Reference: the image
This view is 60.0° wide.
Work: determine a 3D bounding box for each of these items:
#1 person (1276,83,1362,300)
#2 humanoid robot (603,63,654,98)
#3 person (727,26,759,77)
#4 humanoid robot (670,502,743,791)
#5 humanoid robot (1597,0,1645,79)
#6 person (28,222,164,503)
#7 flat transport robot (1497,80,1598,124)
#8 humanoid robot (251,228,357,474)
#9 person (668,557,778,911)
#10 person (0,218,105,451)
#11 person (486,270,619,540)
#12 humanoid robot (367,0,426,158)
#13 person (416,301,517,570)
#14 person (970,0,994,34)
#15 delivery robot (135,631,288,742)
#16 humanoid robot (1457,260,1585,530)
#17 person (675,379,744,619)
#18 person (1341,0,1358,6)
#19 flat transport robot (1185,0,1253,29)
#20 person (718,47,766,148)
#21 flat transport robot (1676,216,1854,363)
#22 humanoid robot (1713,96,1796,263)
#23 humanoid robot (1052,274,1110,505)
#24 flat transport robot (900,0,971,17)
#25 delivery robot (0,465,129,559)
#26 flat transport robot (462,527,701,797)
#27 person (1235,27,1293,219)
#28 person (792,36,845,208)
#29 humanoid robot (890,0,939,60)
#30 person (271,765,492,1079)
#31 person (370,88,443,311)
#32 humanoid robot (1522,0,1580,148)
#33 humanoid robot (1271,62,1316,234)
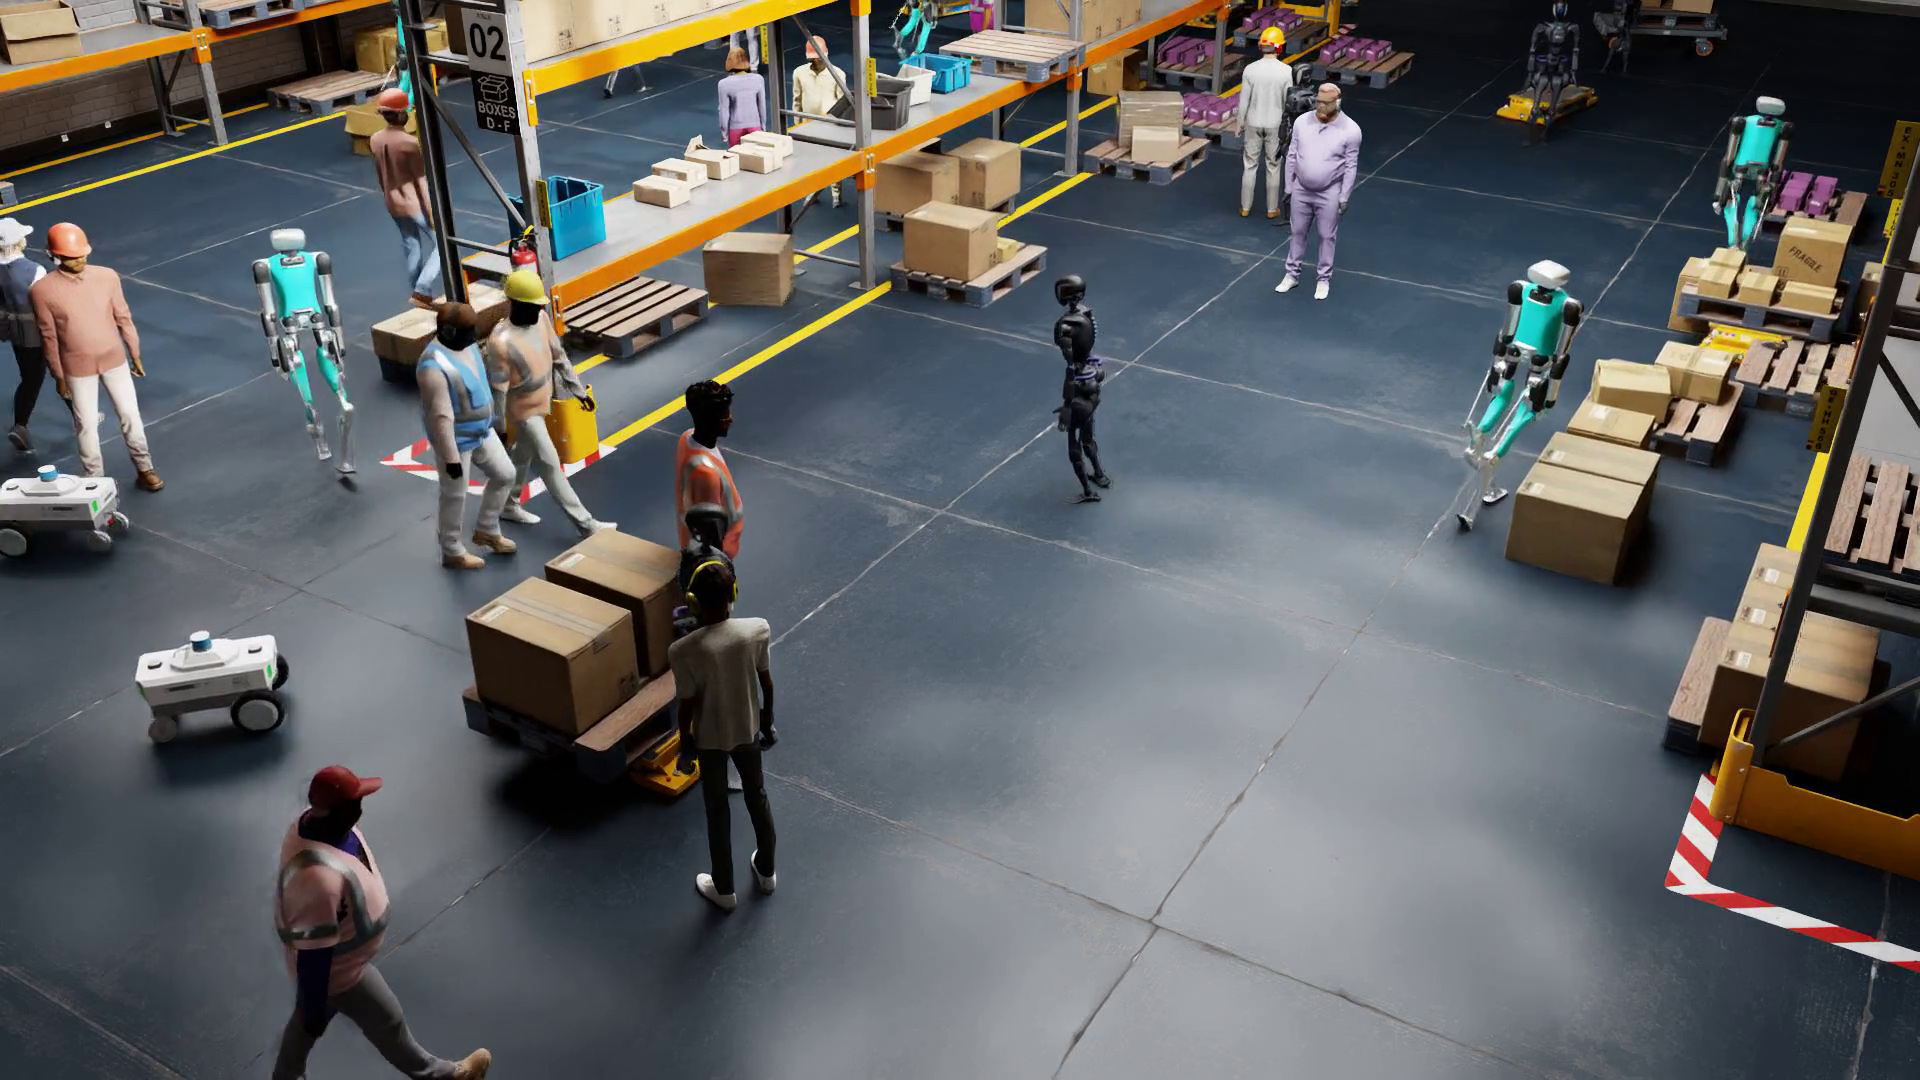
[{"bbox_3d":[3.163,-3.087,14.740,0.642,1.908,0.414,15,33,25],"label":"person"},{"bbox_3d":[-4.237,-6.424,20.885,0.558,1.847,0.858,20,35,31],"label":"humanoid robot"},{"bbox_3d":[-2.836,-6.962,21.551,0.489,1.951,0.419,2,30,4],"label":"person"},{"bbox_3d":[-1.321,0.553,8.556,0.363,1.656,0.597,-14,32,-22],"label":"humanoid robot"},{"bbox_3d":[8.737,-6.860,21.657,0.596,1.640,0.597,22,36,34],"label":"humanoid robot"},{"bbox_3d":[-5.887,-1.208,11.342,0.402,1.986,0.620,26,38,37],"label":"person"},{"bbox_3d":[7.252,-5.394,20.483,0.659,0.231,1.431,24,37,36],"label":"flat transport robot"},{"bbox_3d":[-4.498,-1.218,11.667,0.554,1.759,0.987,-17,33,-27],"label":"humanoid robot"},{"bbox_3d":[-1.087,0.903,7.723,0.507,1.868,0.328,-17,34,-28],"label":"person"},{"bbox_3d":[-6.755,-1.494,12.093,0.762,1.729,0.772,5,30,9],"label":"person"},{"bbox_3d":[-2.724,-0.872,10.867,1.010,1.864,0.590,7,30,12],"label":"person"},{"bbox_3d":[-6.346,-5.128,18.541,0.558,1.776,0.959,23,37,35],"label":"humanoid robot"},{"bbox_3d":[-3.135,-0.655,10.533,0.562,1.812,0.687,5,30,8],"label":"person"},{"bbox_3d":[0.264,-6.372,20.609,0.336,1.847,0.522,-4,30,-8],"label":"person"},{"bbox_3d":[-4.142,0.789,9.275,0.803,0.614,0.499,-9,31,-15],"label":"delivery robot"},{"bbox_3d":[3.618,-0.907,11.128,0.854,1.852,0.557,-23,37,-35],"label":"humanoid robot"},{"bbox_3d":[-1.361,0.029,9.170,0.364,1.961,0.611,-8,30,-14],"label":"person"},{"bbox_3d":[6.036,-9.145,25.629,0.371,1.740,0.573,4,30,7],"label":"person"},{"bbox_3d":[3.814,-7.904,24.924,0.659,0.231,1.431,17,34,27],"label":"flat transport robot"},{"bbox_3d":[-2.217,-4.210,17.010,0.498,1.628,0.286,-12,32,-21],"label":"person"},{"bbox_3d":[6.778,-1.822,14.165,0.659,0.231,1.431,16,33,27],"label":"flat transport robot"},{"bbox_3d":[6.952,-2.936,14.667,0.559,1.779,0.880,8,30,14],"label":"humanoid robot"},{"bbox_3d":[0.831,-1.035,11.357,0.411,1.636,0.667,8,30,14],"label":"humanoid robot"},{"bbox_3d":[-0.154,-8.177,25.406,1.431,0.231,0.659,-22,36,-34],"label":"flat transport robot"},{"bbox_3d":[-5.978,-0.217,11.014,0.759,0.575,0.499,-1,29,-1],"label":"delivery robot"},{"bbox_3d":[-1.929,0.970,9.226,1.431,0.231,0.659,16,33,27],"label":"flat transport robot"},{"bbox_3d":[3.048,-4.160,16.654,0.571,1.892,0.376,8,30,13],"label":"person"},{"bbox_3d":[-1.436,-4.266,16.987,0.564,1.743,0.343,4,30,8],"label":"person"},{"bbox_3d":[-0.609,-6.691,21.376,0.729,1.873,0.537,-25,38,-37],"label":"humanoid robot"},{"bbox_3d":[-2.442,1.638,6.587,0.927,1.698,0.649,-10,31,-17],"label":"person"},{"bbox_3d":[-4.715,-2.885,14.301,0.645,1.982,0.433,17,34,27],"label":"person"},{"bbox_3d":[6.713,-5.264,18.824,0.600,1.653,0.418,2,30,4],"label":"humanoid robot"},{"bbox_3d":[3.301,-3.848,16.308,0.323,1.653,0.593,-11,31,-19],"label":"humanoid robot"}]
